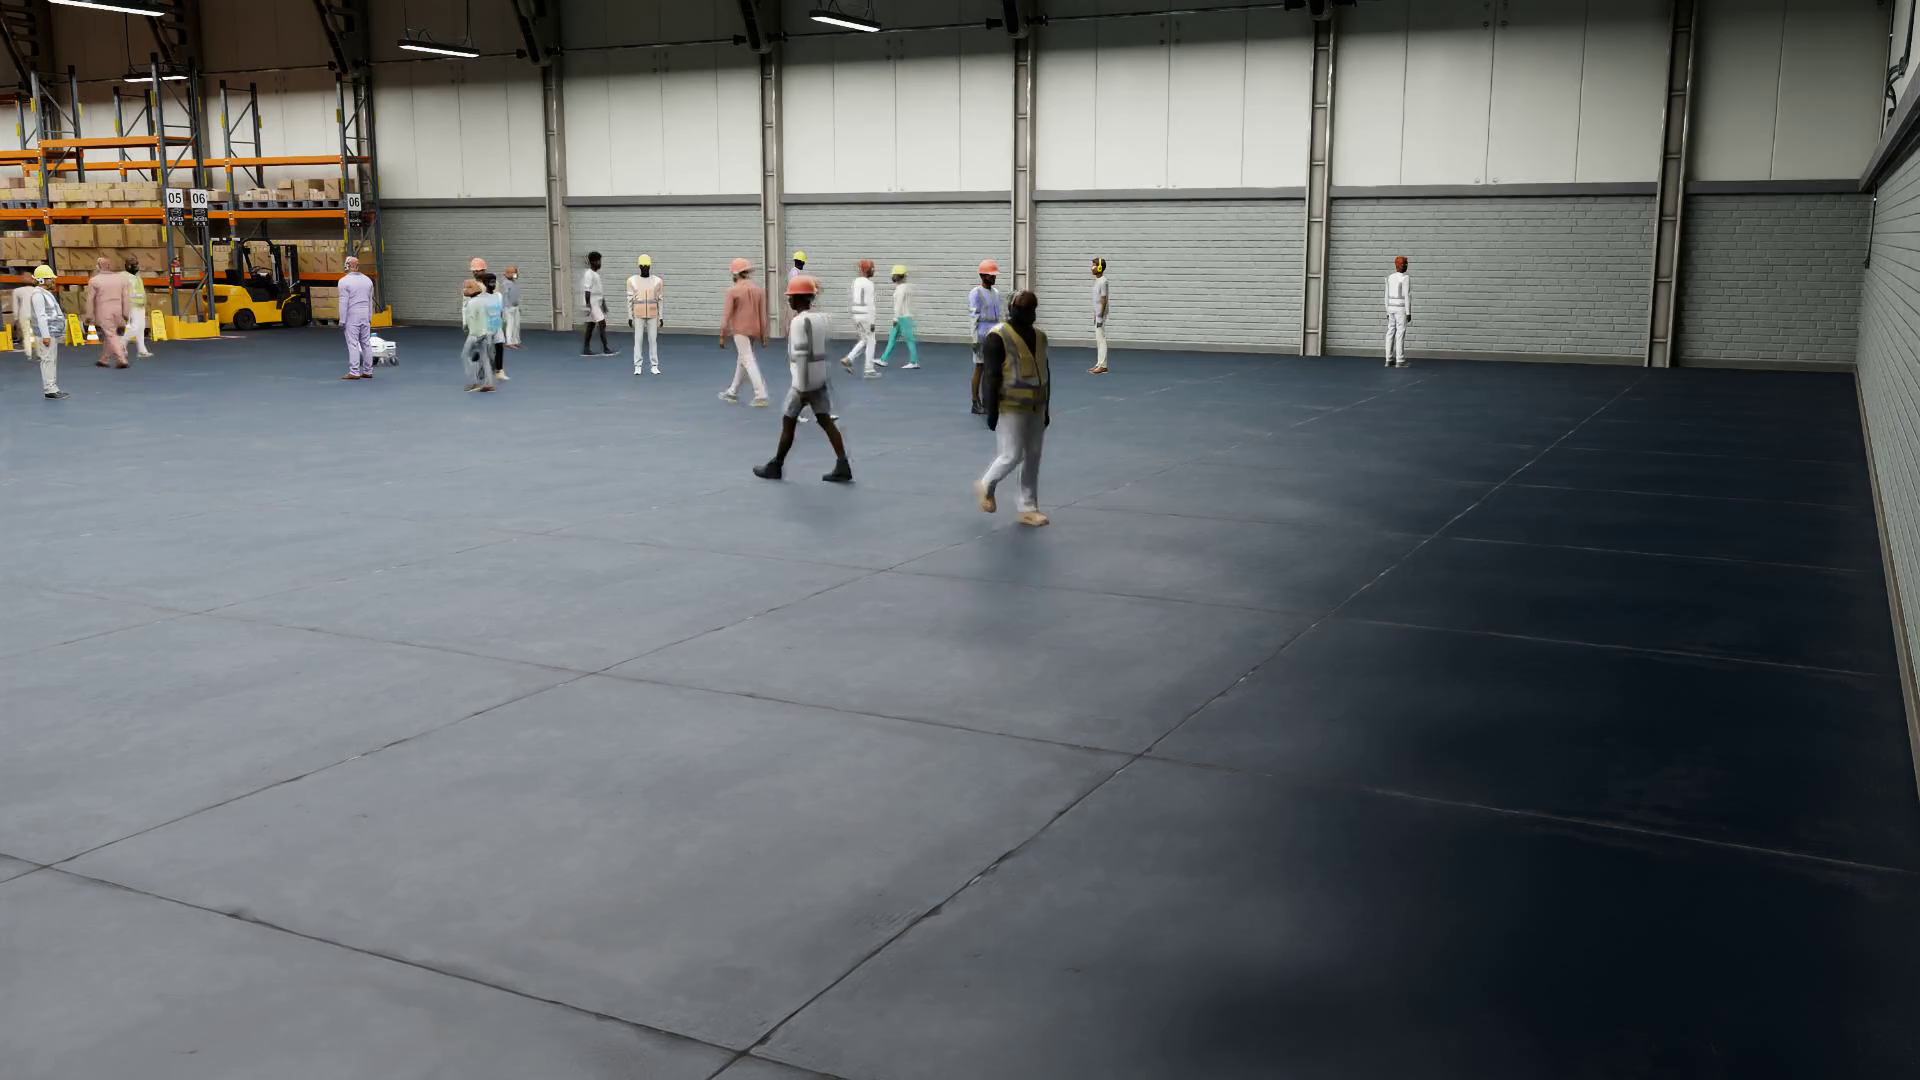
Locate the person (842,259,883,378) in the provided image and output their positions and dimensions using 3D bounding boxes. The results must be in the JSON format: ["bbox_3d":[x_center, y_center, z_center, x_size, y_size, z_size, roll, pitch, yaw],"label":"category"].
[{"bbox_3d":[-1.524,-3.473,26.155,0.552,1.866,0.591,-6,12,-29],"label":"person"}]

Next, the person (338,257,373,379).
[{"bbox_3d":[-9.460,-3.461,25.983,0.410,1.909,0.643,5,11,25],"label":"person"}]

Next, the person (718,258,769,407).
[{"bbox_3d":[-2.876,-2.736,21.956,1.049,1.936,0.648,8,13,37],"label":"person"}]

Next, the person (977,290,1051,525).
[{"bbox_3d":[0.439,-1.032,12.946,0.644,1.827,0.578,-9,14,-42],"label":"person"}]

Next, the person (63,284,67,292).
[{"bbox_3d":[-21.919,-6.275,41.291,1.035,1.925,0.594,7,13,34],"label":"person"}]

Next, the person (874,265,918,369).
[{"bbox_3d":[-1.107,-3.734,27.932,0.852,1.724,0.548,-1,10,-5],"label":"person"}]

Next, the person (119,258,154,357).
[{"bbox_3d":[-15.215,-4.269,30.591,0.506,1.832,0.645,0,10,2],"label":"person"}]

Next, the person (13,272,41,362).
[{"bbox_3d":[-16.509,-3.952,29.516,0.510,1.593,0.833,-4,11,-22],"label":"person"}]

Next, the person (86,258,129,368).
[{"bbox_3d":[-14.443,-3.833,28.154,0.990,1.857,0.663,5,12,26],"label":"person"}]

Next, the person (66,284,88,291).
[{"bbox_3d":[-21.273,-6.150,40.282,0.678,2.000,0.537,-10,14,-43],"label":"person"}]

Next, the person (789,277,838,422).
[{"bbox_3d":[-1.743,-2.252,19.829,0.800,1.733,0.547,3,11,18],"label":"person"}]

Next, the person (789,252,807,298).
[{"bbox_3d":[-3.204,-4.749,32.975,0.379,1.918,0.585,-1,10,-7],"label":"person"}]

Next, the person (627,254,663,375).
[{"bbox_3d":[-5.082,-3.640,26.896,0.587,1.930,0.355,-4,11,-19],"label":"person"}]

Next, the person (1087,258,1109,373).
[{"bbox_3d":[2.263,-3.657,27.149,0.328,1.873,0.520,0,10,-2],"label":"person"}]

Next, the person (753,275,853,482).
[{"bbox_3d":[-1.408,-1.465,15.187,1.017,1.886,0.559,4,11,23],"label":"person"}]

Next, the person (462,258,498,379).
[{"bbox_3d":[-7.561,-3.507,26.321,0.561,1.897,0.994,0,10,3],"label":"person"}]

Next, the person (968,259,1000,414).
[{"bbox_3d":[0.351,-2.554,20.951,0.364,1.935,0.553,8,13,36],"label":"person"}]

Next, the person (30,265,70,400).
[{"bbox_3d":[-12.477,-2.837,22.784,0.404,1.832,0.596,-4,11,-20],"label":"person"}]

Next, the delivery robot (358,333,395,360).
[{"bbox_3d":[-10.055,-3.302,28.550,0.707,0.478,0.477,4,11,22],"label":"delivery robot"}]

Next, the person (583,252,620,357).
[{"bbox_3d":[-6.652,-4.362,30.828,0.852,1.935,0.610,0,10,-2],"label":"person"}]

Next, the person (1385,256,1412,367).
[{"bbox_3d":[7.478,-3.882,28.343,0.355,1.883,0.574,-5,12,-27],"label":"person"}]

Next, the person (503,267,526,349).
[{"bbox_3d":[-8.872,-4.607,33.042,0.309,1.620,0.530,3,11,15],"label":"person"}]

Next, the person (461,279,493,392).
[{"bbox_3d":[-6.953,-2.907,23.766,0.532,1.618,0.519,1,10,6],"label":"person"}]

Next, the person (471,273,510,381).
[{"bbox_3d":[-7.325,-3.292,25.705,0.691,1.677,0.542,7,12,32],"label":"person"}]
